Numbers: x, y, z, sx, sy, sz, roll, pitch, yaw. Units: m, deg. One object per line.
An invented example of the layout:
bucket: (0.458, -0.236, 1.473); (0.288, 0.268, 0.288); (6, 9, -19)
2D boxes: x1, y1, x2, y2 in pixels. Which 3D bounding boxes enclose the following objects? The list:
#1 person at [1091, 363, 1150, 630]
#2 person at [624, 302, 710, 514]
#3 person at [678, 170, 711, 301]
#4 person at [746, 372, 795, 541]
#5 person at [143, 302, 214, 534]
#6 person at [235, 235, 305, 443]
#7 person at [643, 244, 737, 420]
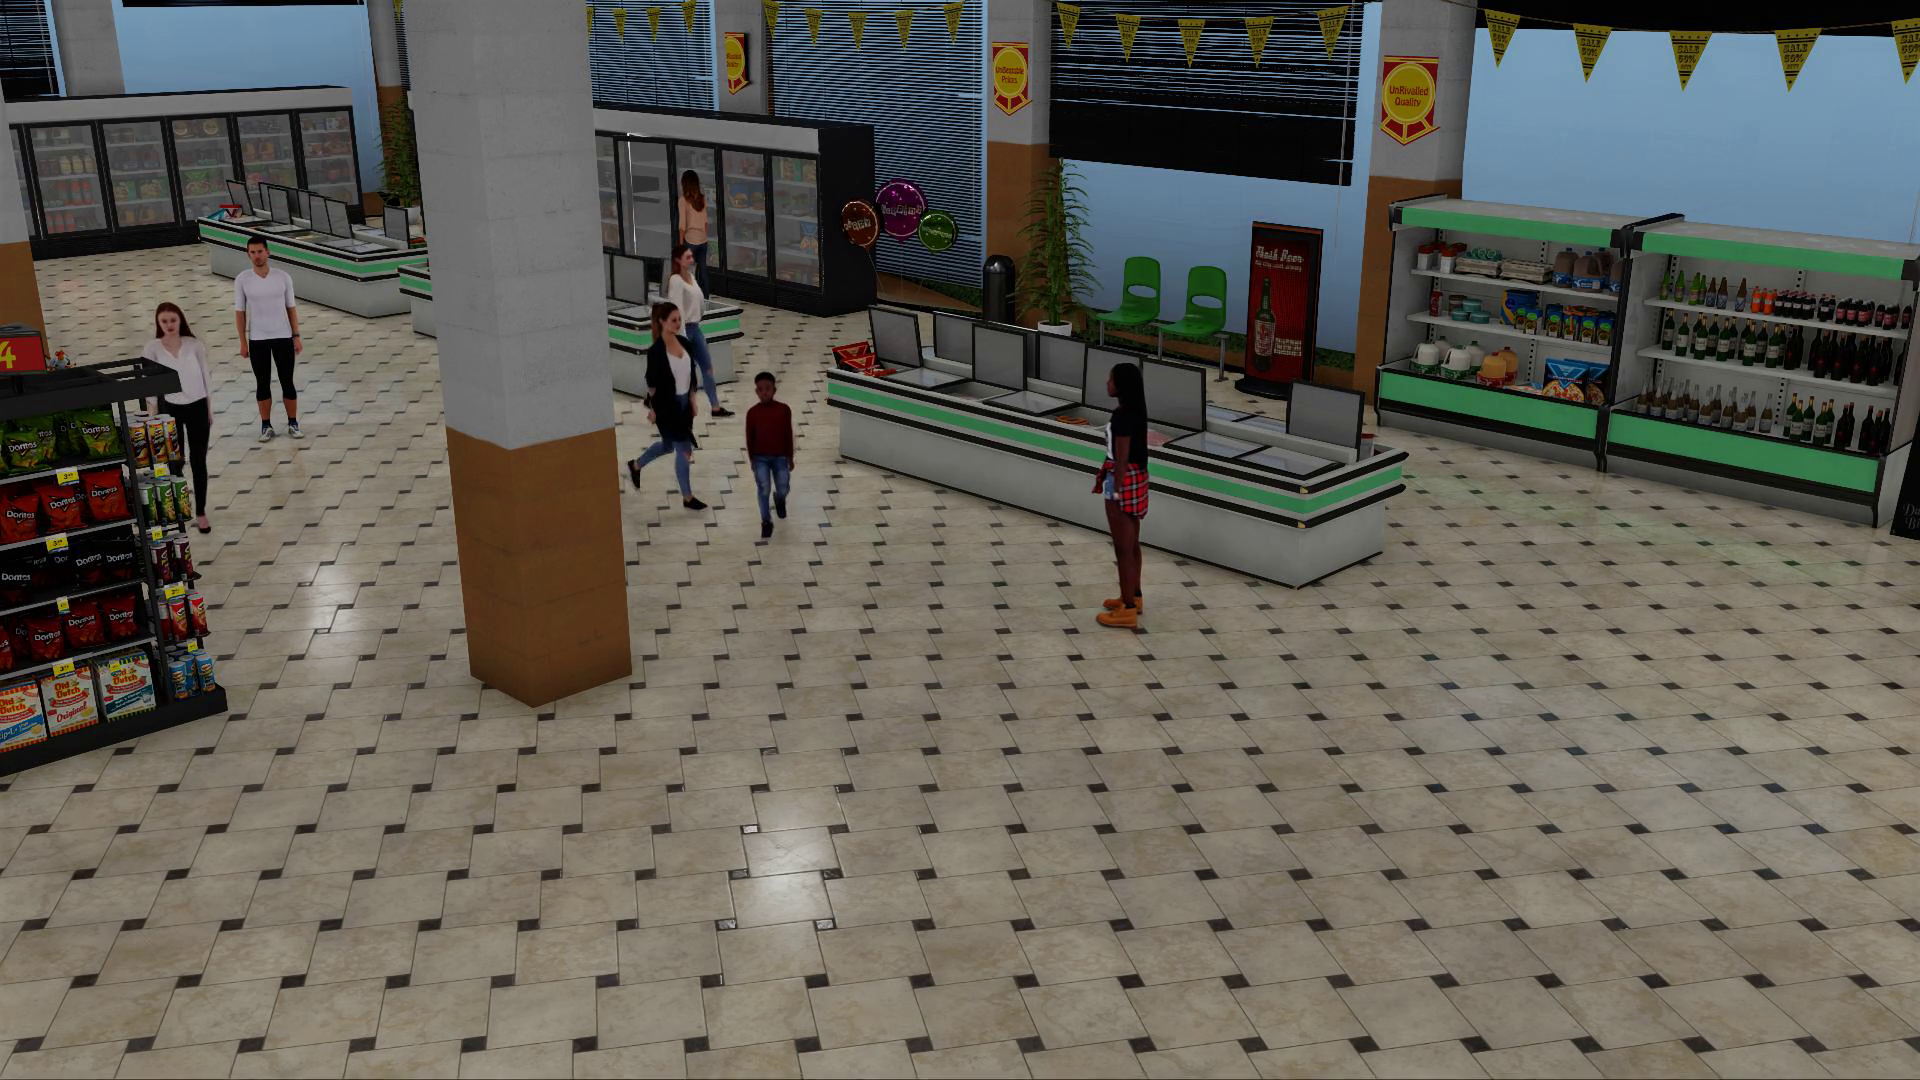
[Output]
person: (1.073, -0.295, 10.718); (0.747, 1.724, 0.708); (4, 19, 11)
person: (-2.344, -1.040, 13.049); (1.181, 1.647, 0.827); (11, 21, 29)
person: (-3.306, -3.701, 20.714); (0.515, 1.792, 0.586); (17, 25, 40)
person: (-1.428, -0.658, 12.550); (0.739, 1.241, 0.845); (-3, 19, -8)
person: (-5.880, -0.937, 12.588); (0.752, 1.747, 0.985); (-10, 21, -27)
person: (-6.259, -1.837, 15.092); (0.747, 1.851, 0.688); (-8, 20, -23)
person: (-2.662, -1.906, 15.623); (1.232, 1.644, 0.961); (7, 20, 19)
